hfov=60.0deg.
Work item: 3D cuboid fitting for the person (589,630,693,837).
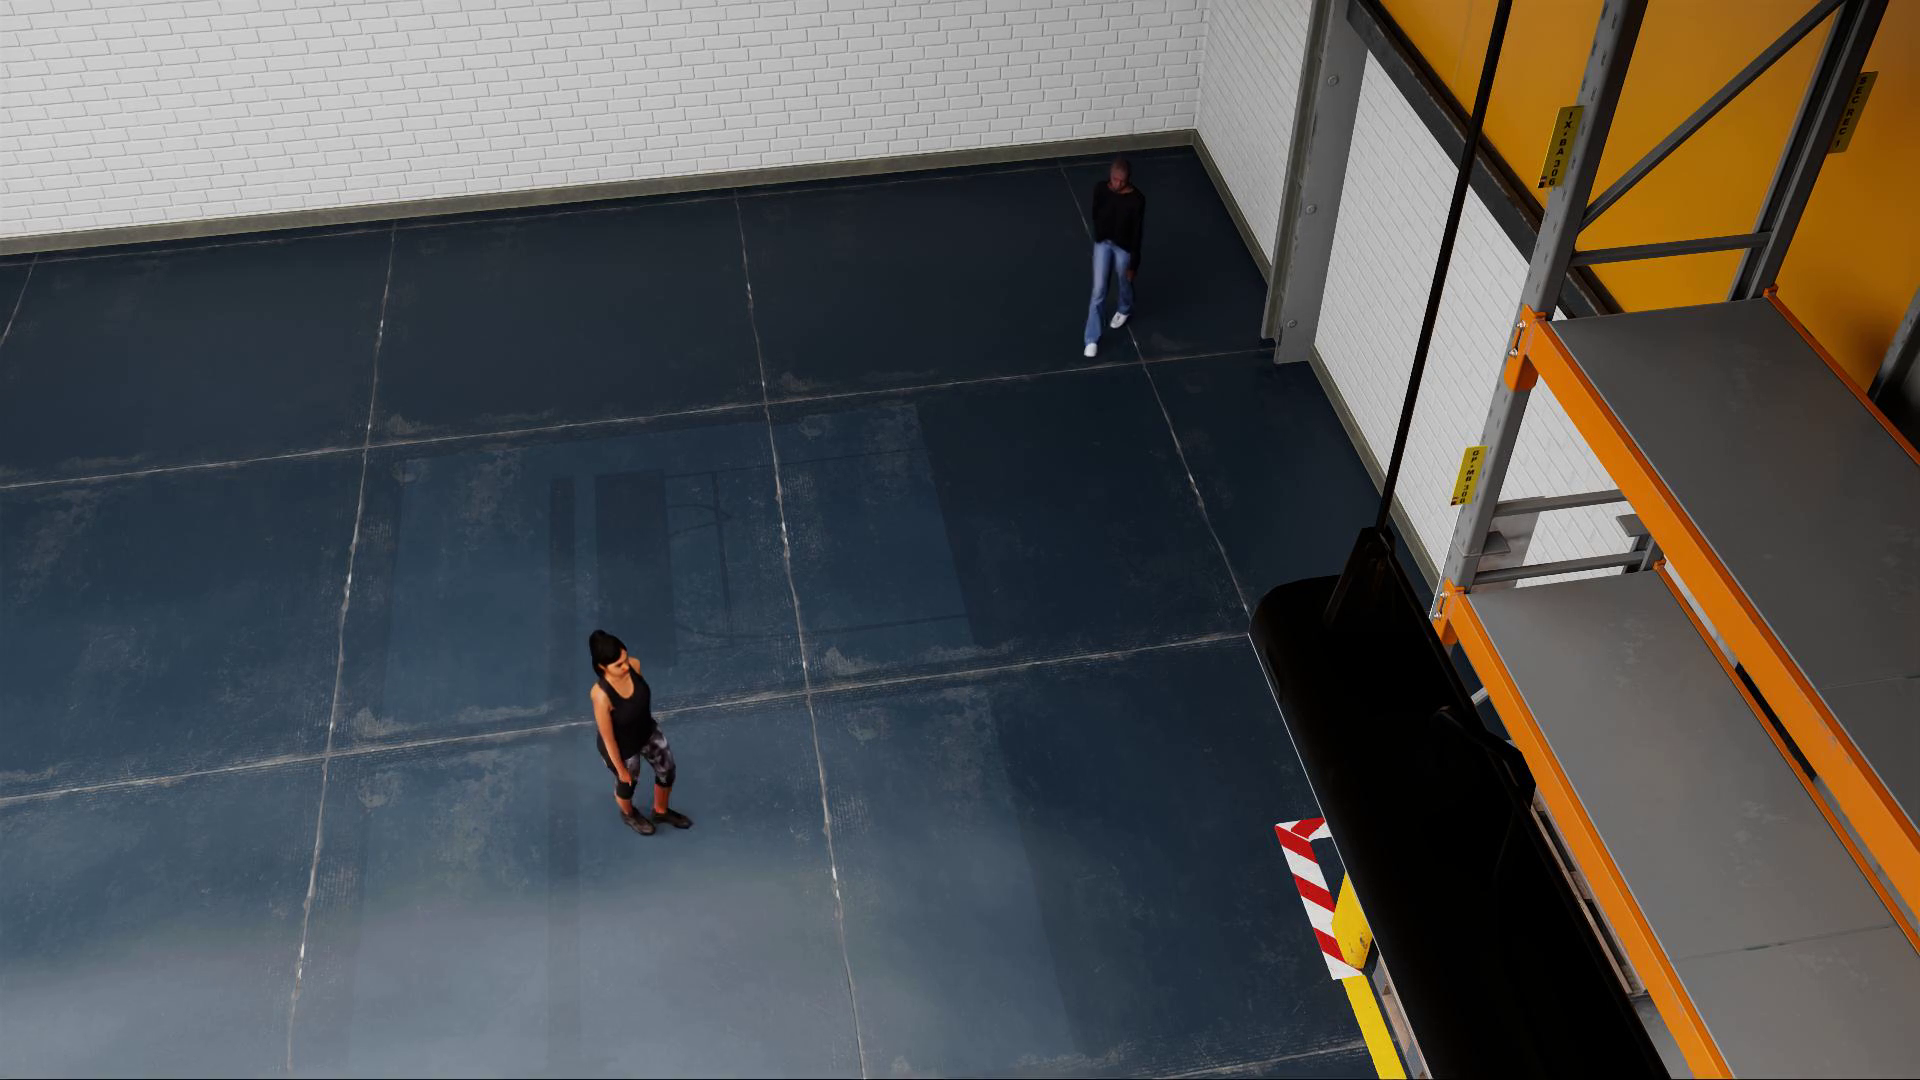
[{"bbox_3d":[-1.936,1.090,9.395,0.821,1.651,0.760,19,47,19],"label":"person"}]

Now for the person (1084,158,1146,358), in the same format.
[{"bbox_3d":[1.242,-2.307,12.926,1.010,1.699,1.167,22,48,22],"label":"person"}]
